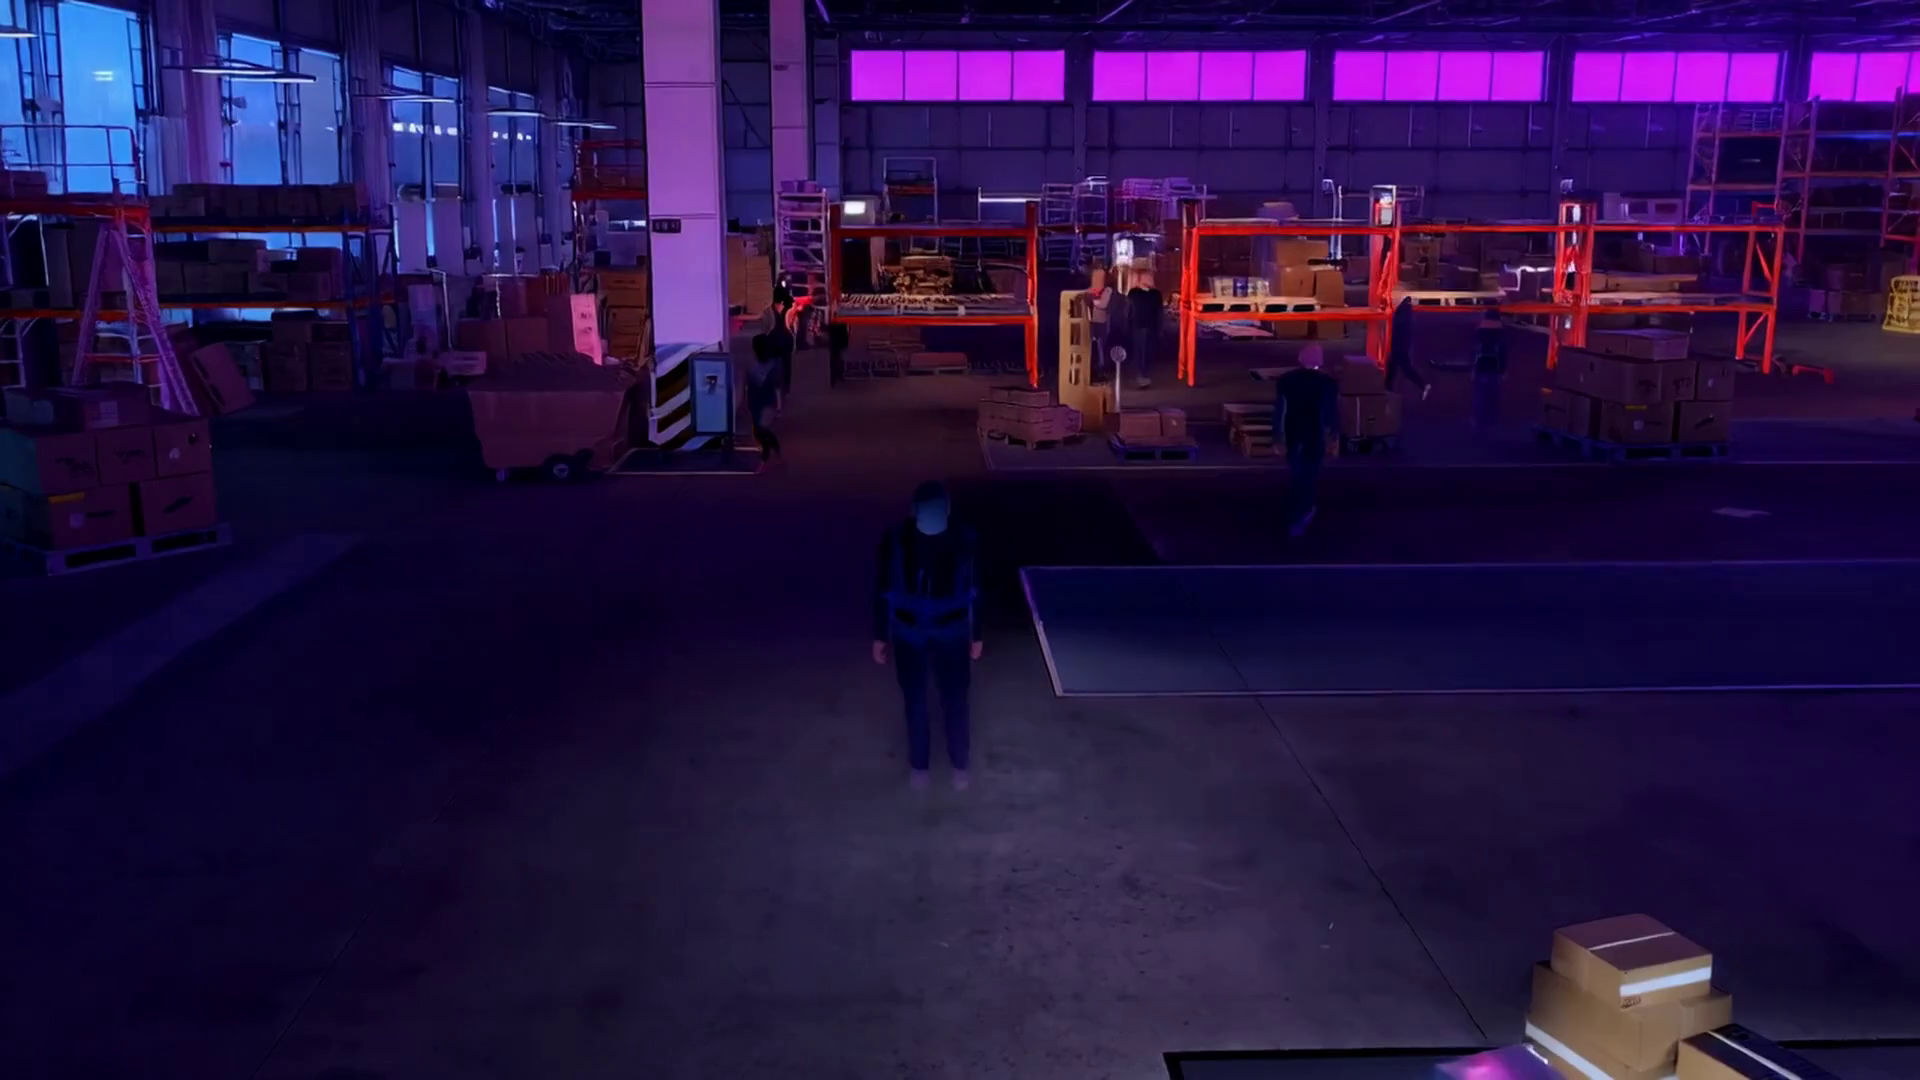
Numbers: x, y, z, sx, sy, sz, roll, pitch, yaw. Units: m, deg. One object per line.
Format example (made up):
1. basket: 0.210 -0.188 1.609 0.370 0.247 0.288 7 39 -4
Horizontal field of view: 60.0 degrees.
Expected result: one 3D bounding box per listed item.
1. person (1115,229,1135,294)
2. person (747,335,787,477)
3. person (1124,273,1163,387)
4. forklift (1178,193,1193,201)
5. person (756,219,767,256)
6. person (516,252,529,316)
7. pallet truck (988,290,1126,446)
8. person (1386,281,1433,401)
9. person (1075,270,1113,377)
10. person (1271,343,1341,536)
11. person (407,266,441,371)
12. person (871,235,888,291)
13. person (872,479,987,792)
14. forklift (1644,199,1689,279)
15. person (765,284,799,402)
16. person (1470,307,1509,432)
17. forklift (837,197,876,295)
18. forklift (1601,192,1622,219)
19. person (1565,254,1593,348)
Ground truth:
1. person: 4.848 -8.134 48.738 0.618 1.896 0.751 1 13 4
2. person: -2.268 -1.609 19.732 0.538 1.679 0.632 9 15 34
3. person: 3.095 -3.558 28.062 0.630 1.889 1.025 -3 13 -14
4. forklift: 7.732 -10.480 57.037 1.873 2.768 1.129 3 13 15
5. person: -7.087 -10.457 59.202 0.348 1.882 0.584 6 14 25
6. person: -10.709 -6.241 40.750 0.312 1.633 0.521 -7 14 -27
7. pallet truck: 1.257 -2.299 22.111 1.885 1.965 0.823 -9 15 -35
8. person: 6.911 -3.066 25.794 0.792 1.907 0.593 6 14 26
9. person: 2.381 -3.823 29.286 0.684 1.882 0.756 4 13 18
10. person: 3.462 -1.019 16.604 0.652 1.882 1.041 8 15 31
11. person: -9.409 -3.851 29.278 0.549 1.926 0.382 0 12 -2
12. person: -2.492 -8.463 50.114 0.649 1.920 0.436 1 12 2
13. person: -0.174 0.547 9.637 0.649 1.834 0.466 1 13 4
14. forklift: 19.200 -7.935 45.546 1.129 2.768 1.873 0 12 -2
15. person: -2.773 -3.044 25.848 0.543 1.832 0.487 -1 13 -3
16. person: 7.303 -2.346 22.935 0.488 1.731 0.398 9 15 34
17. forklift: -3.098 -8.607 48.580 1.129 2.768 1.873 1 13 5
18. forklift: 23.740 -11.331 60.882 1.129 2.768 1.873 -11 17 -41
19. person: 12.302 -4.727 33.147 0.604 1.965 0.367 -7 14 -27
